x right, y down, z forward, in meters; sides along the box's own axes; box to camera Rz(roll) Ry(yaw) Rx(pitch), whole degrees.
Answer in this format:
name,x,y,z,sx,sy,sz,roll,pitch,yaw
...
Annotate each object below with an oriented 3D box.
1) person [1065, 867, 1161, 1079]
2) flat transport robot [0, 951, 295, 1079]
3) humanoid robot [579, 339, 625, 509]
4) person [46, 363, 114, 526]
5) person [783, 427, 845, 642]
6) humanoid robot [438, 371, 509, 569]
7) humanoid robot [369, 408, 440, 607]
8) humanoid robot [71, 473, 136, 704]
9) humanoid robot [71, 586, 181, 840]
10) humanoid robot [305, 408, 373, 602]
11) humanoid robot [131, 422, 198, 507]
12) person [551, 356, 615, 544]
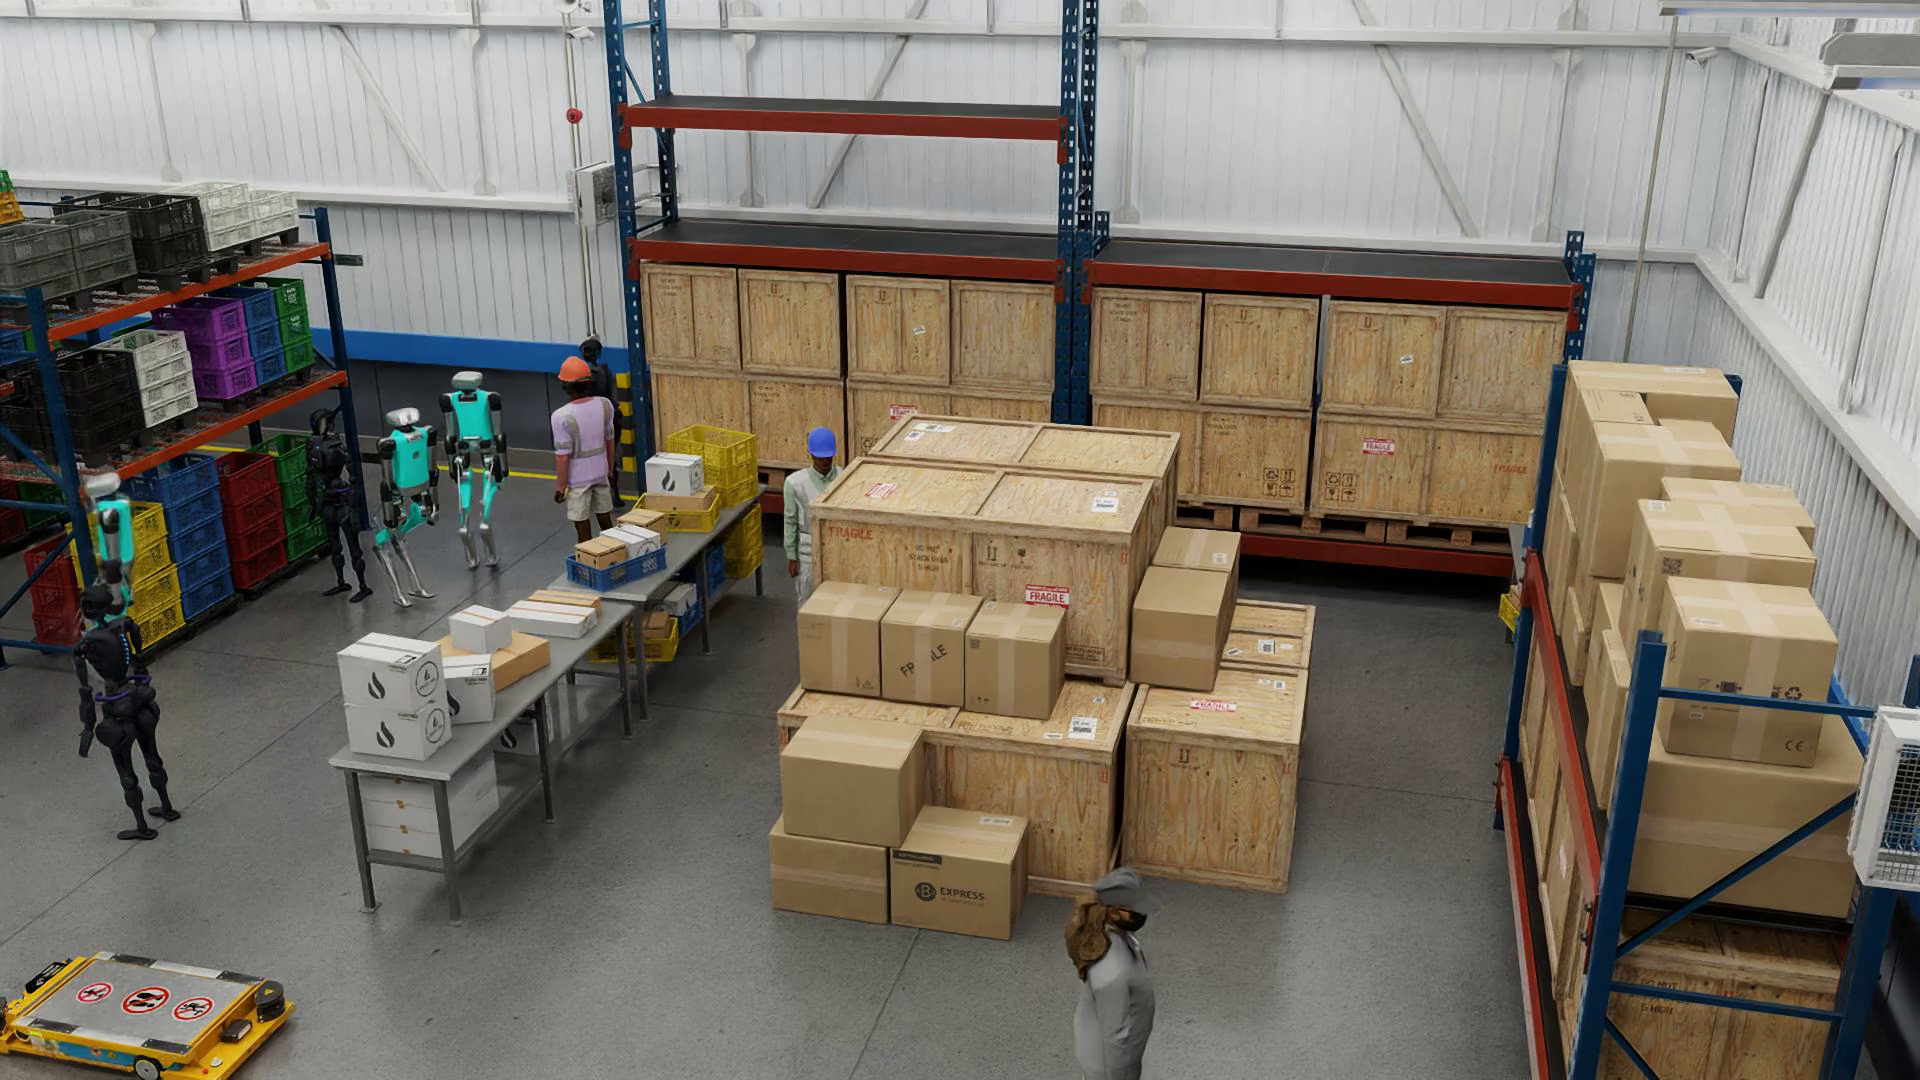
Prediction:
name,x,y,z,sx,sy,sz,roll,pitch,yaw
person,0.639,2.193,7.207,0.394,1.767,0.574,0,21,0
flat transport robot,-4.270,2.464,8.601,1.431,0.231,0.659,5,22,13
humanoid robot,-3.412,-1.111,15.975,0.391,1.642,0.598,3,21,8
person,-7.588,-0.642,14.464,0.573,1.882,0.356,7,22,17
person,-1.023,0.085,12.472,0.602,1.948,0.381,-8,22,-21
humanoid robot,-4.200,-0.538,14.330,0.544,1.752,0.679,-1,21,-1
humanoid robot,-4.614,-0.297,13.635,0.764,1.695,0.530,15,25,34
humanoid robot,-6.193,0.427,11.912,0.668,1.827,0.539,-7,22,-17
humanoid robot,-5.189,1.059,10.281,0.315,1.657,0.599,6,22,14
humanoid robot,-5.181,-0.296,13.823,0.599,1.659,0.315,12,24,28
humanoid robot,-7.288,-0.913,15.317,0.534,1.738,0.718,3,21,9
person,-3.158,-0.540,13.977,0.374,2.044,0.604,16,26,36
